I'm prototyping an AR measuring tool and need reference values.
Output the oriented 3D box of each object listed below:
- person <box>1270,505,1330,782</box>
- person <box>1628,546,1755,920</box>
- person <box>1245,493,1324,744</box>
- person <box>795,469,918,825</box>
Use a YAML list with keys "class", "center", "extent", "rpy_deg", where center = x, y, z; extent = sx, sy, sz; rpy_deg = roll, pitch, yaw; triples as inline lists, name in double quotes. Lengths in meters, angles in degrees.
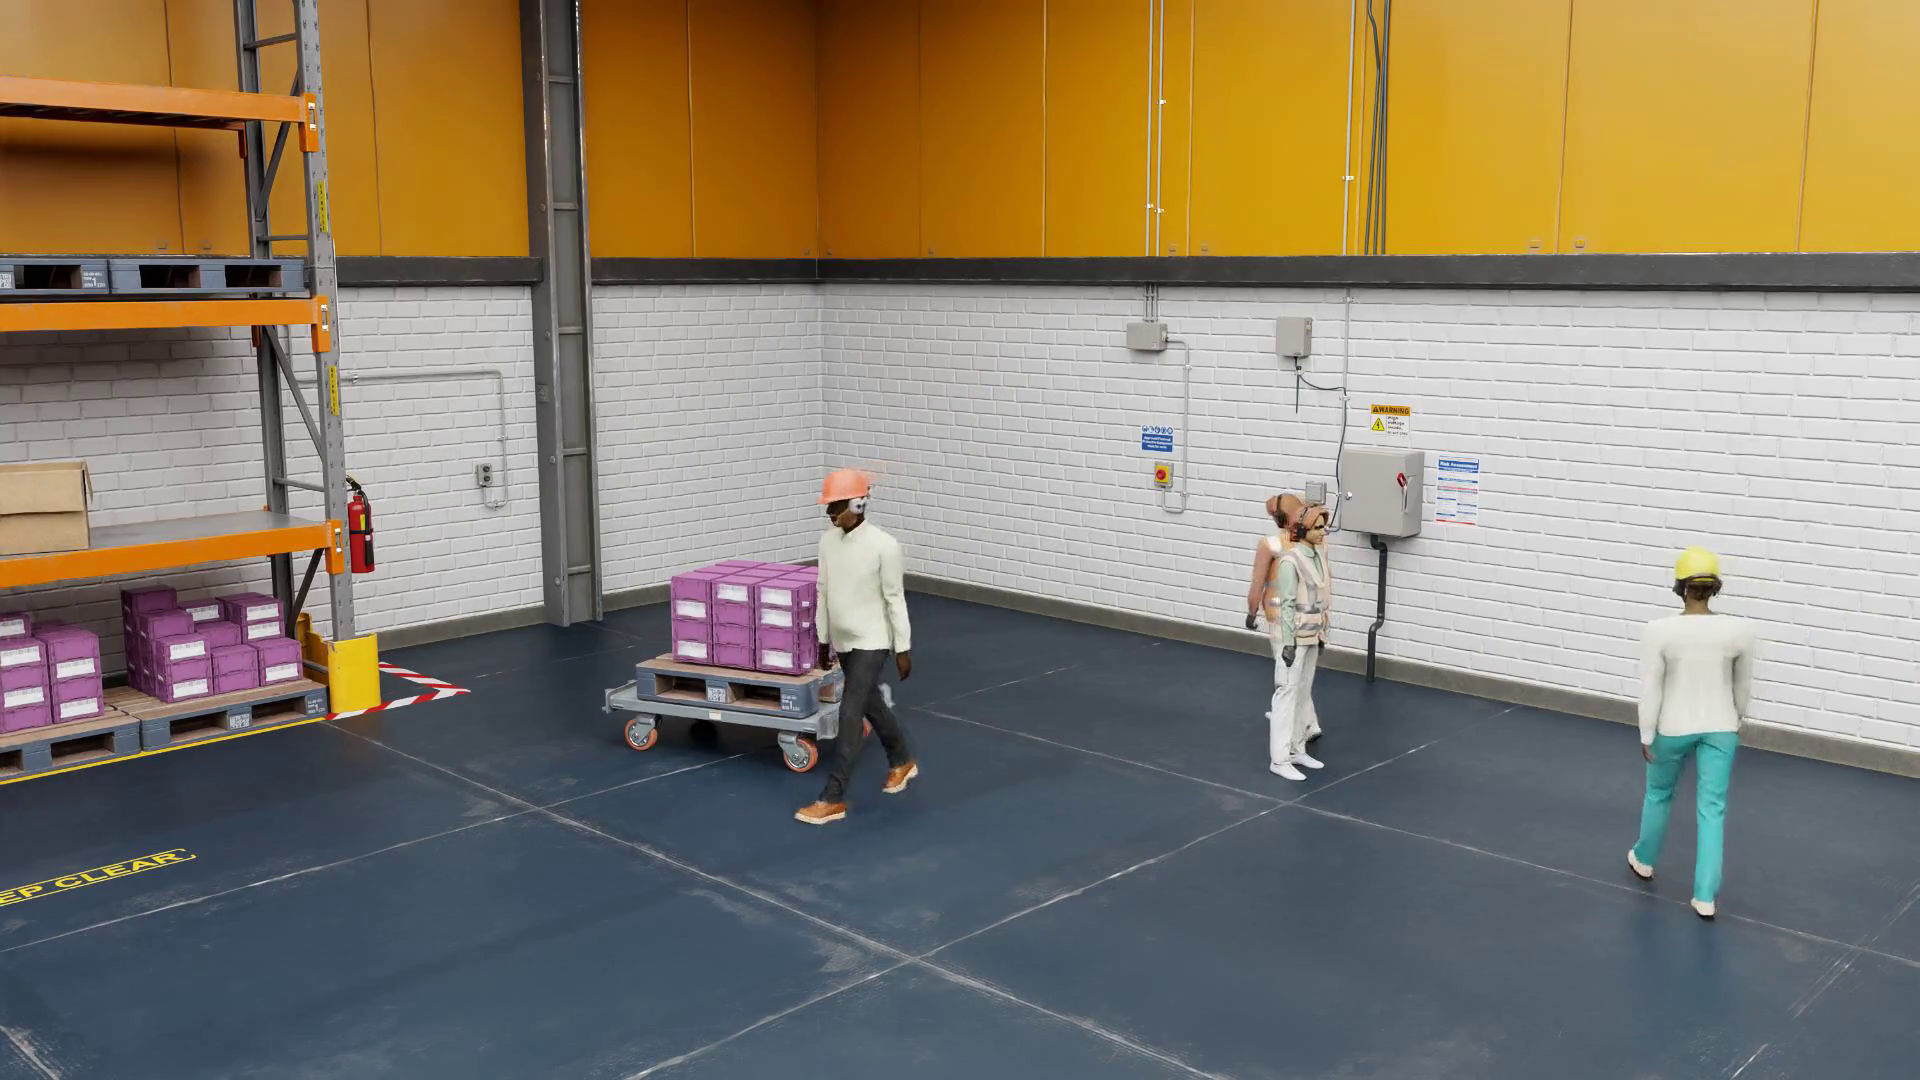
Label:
- class: "person"
  center: [2.043, 0.603, 9.955]
  extent: [0.313, 1.639, 0.517]
  rpy_deg: [6, 11, 34]
- class: "person"
  center: [3.499, 0.884, 7.968]
  extent: [0.532, 1.741, 0.701]
  rpy_deg: [2, 9, 13]
- class: "person"
  center: [2.157, 0.496, 10.742]
  extent: [0.518, 1.600, 0.794]
  rpy_deg: [-5, 10, -26]
- class: "person"
  center: [-0.563, 0.552, 9.385]
  extent: [0.627, 1.937, 1.029]
  rpy_deg: [9, 13, 42]
